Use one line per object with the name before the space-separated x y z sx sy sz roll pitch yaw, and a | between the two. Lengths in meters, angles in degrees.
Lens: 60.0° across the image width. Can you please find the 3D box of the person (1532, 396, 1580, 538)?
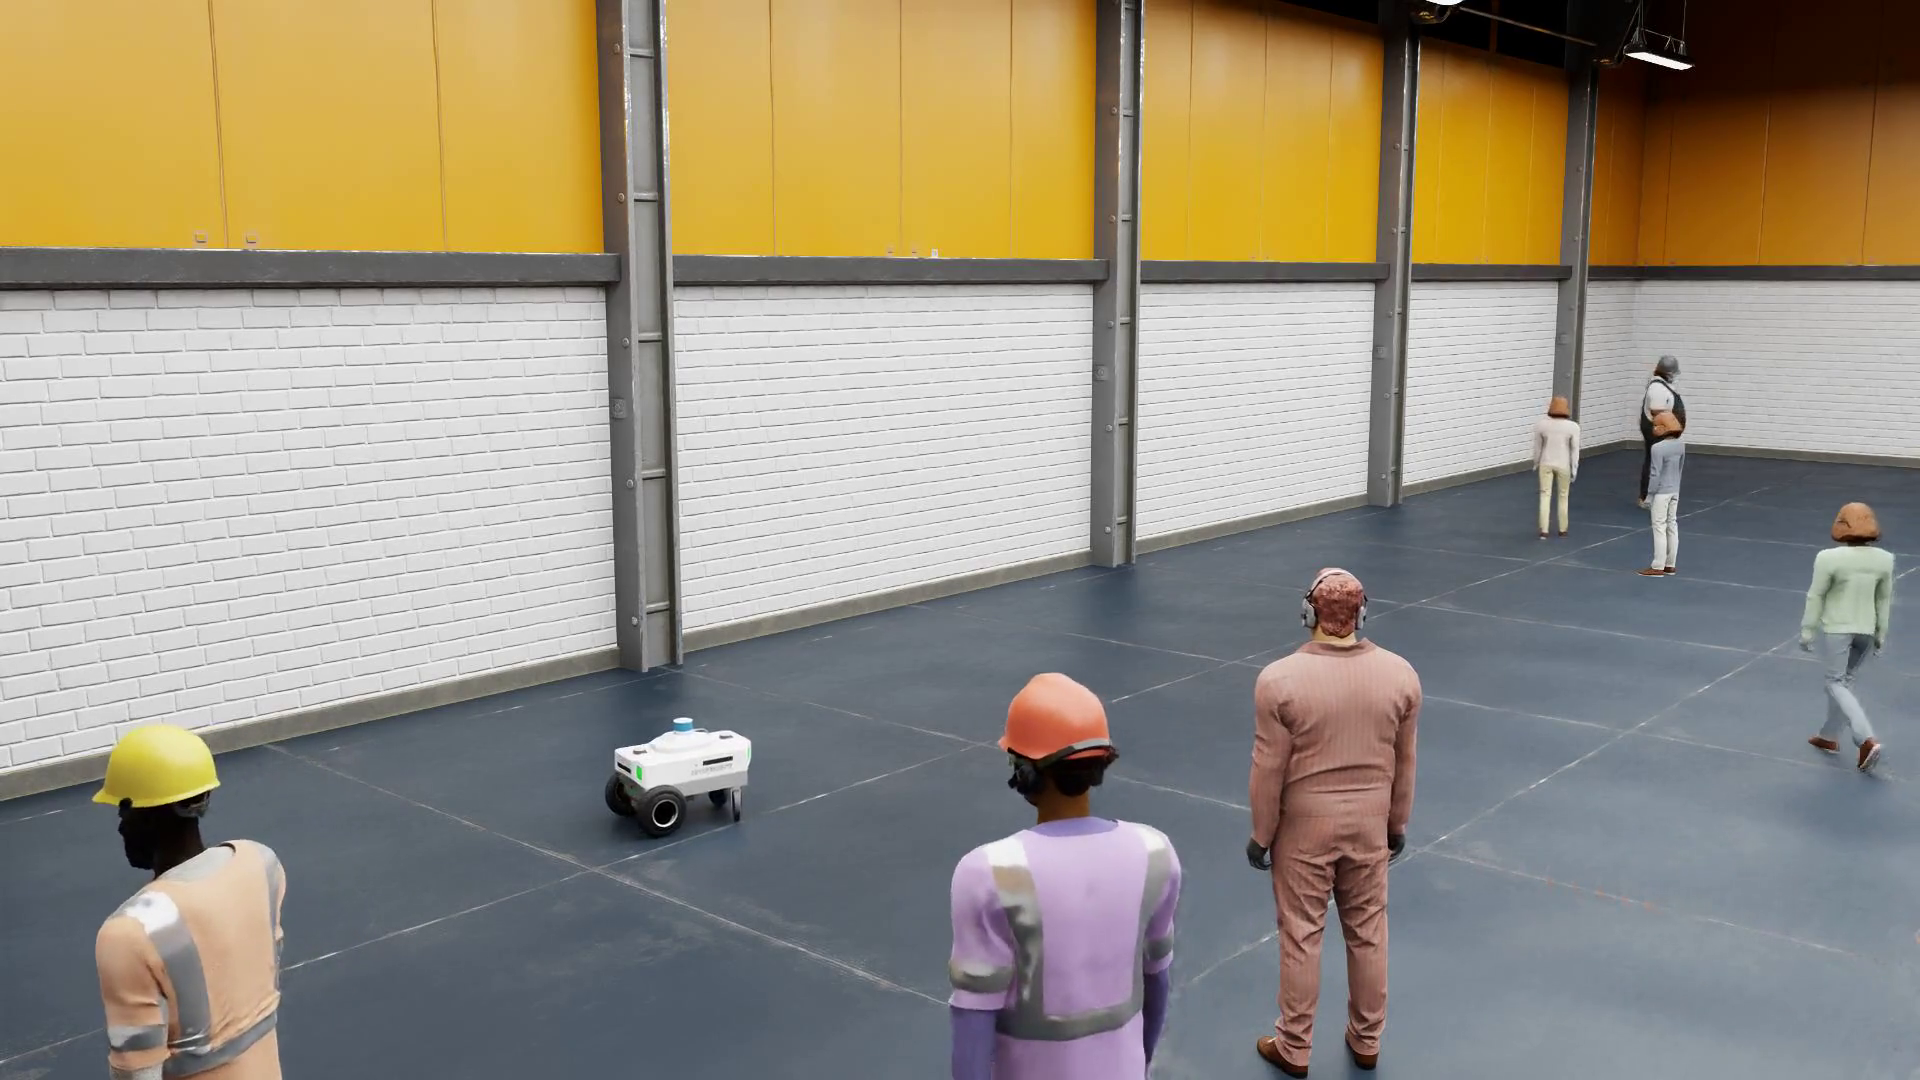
person | 6.762 -0.830 18.890 0.502 1.633 0.363 4 10 26

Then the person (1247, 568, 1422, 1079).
person | 1.365 1.050 6.189 0.639 1.908 0.409 -2 9 -10

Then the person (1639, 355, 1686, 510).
person | 8.960 -1.409 21.206 0.536 2.000 0.858 4 10 21

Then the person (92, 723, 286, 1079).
person | -1.853 1.383 4.033 0.374 1.927 0.593 2 9 10

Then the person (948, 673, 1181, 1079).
person | 0.200 1.316 4.143 0.648 2.020 0.719 -4 10 -24

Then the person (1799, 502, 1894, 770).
person | 5.429 0.576 10.124 0.509 1.610 0.751 -1 9 -7

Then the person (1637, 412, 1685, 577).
person | 6.953 -0.447 16.444 0.497 1.632 0.289 -7 11 -36

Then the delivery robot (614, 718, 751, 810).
delivery robot | -1.507 1.215 9.083 0.707 0.478 0.477 -6 11 -35
